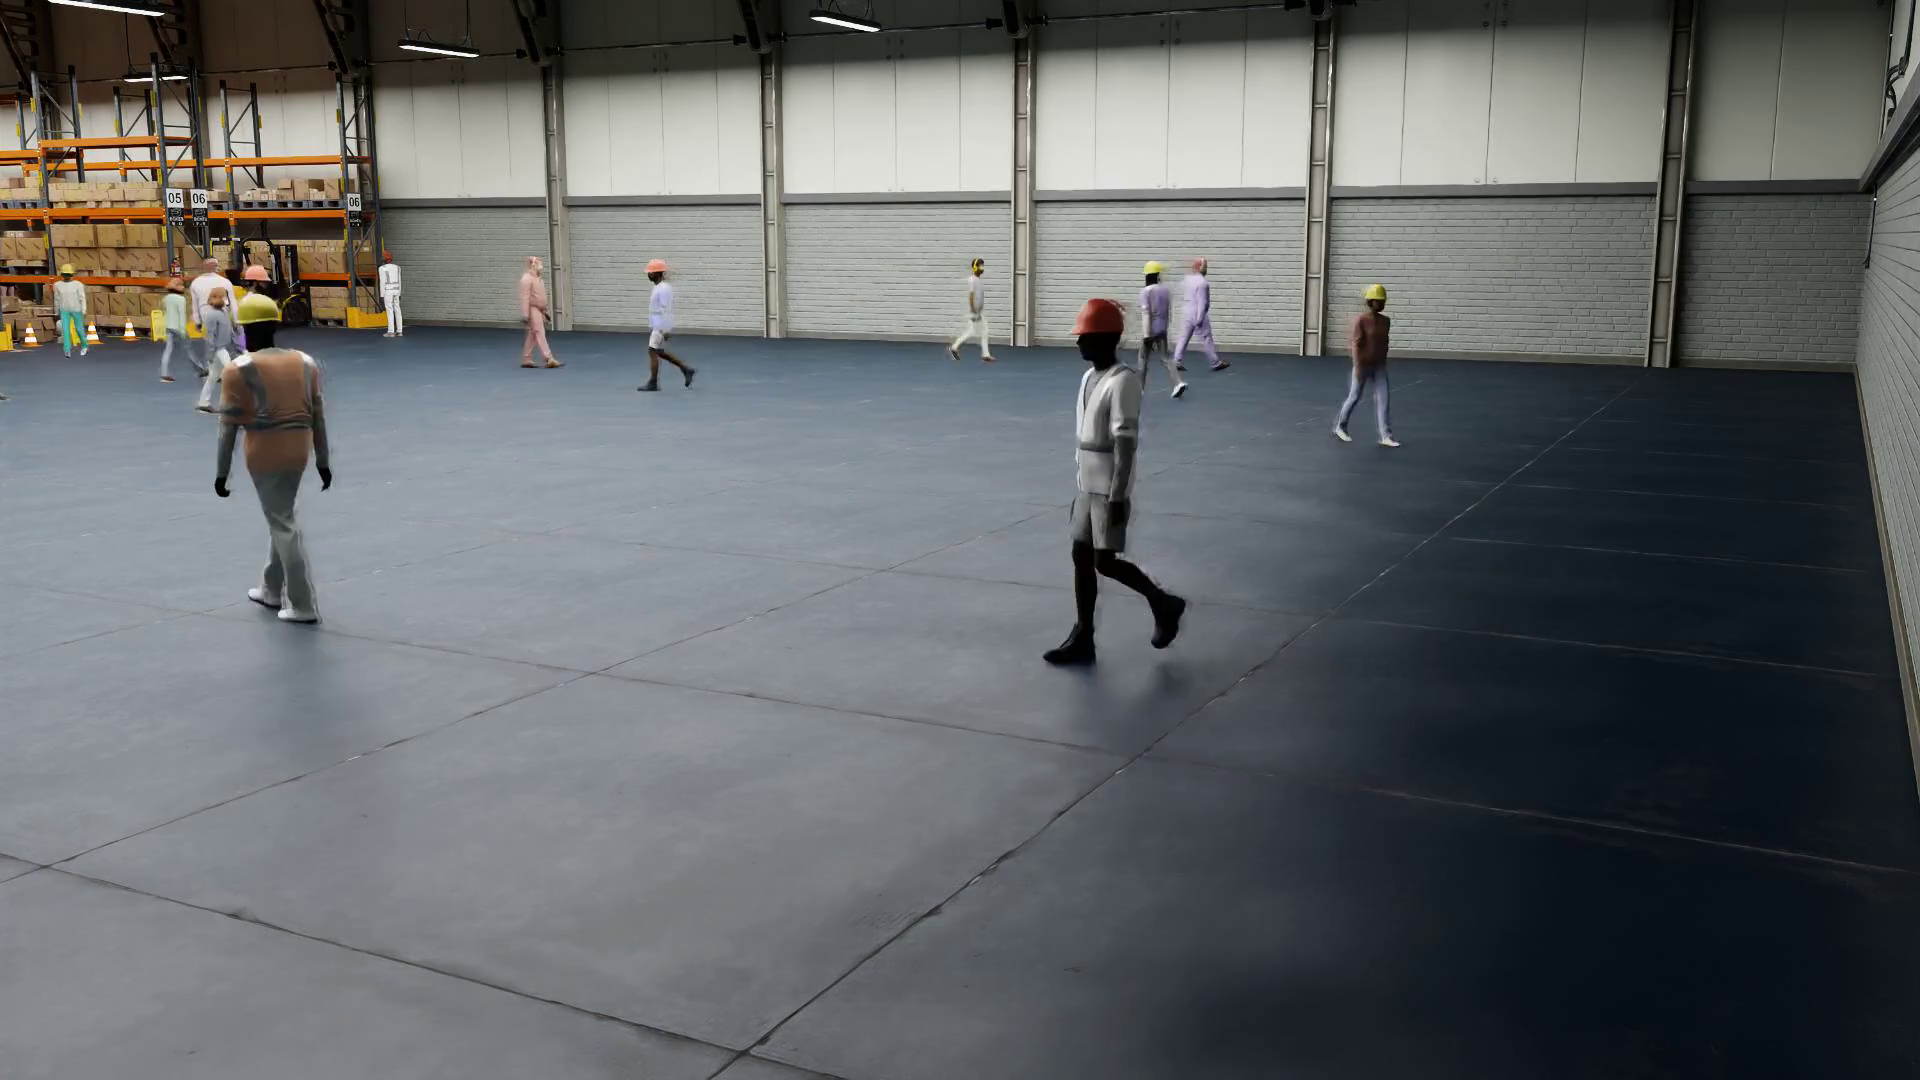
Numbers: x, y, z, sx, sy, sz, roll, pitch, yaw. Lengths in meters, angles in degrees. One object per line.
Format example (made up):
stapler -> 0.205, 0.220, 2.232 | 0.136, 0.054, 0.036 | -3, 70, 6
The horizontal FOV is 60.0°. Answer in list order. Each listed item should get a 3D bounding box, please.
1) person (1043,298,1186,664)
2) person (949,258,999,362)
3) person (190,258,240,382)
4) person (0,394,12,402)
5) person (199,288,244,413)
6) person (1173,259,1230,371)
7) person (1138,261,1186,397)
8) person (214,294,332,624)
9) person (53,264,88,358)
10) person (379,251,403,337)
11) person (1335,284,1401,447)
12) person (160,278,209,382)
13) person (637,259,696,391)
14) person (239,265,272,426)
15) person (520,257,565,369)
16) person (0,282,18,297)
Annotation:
person -> 0.800, -0.299, 8.703 | 0.680, 1.925, 0.553 | -4, 11, -21
person -> 0.242, -4.087, 29.591 | 0.854, 1.842, 0.526 | 4, 11, 22
person -> -11.426, -3.379, 25.606 | 0.654, 1.890, 0.532 | 2, 11, 10
person -> -13.050, -2.700, 22.022 | 0.823, 1.838, 0.544 | -3, 11, -16
person -> -9.260, -2.378, 20.949 | 0.859, 1.586, 0.501 | -1, 10, -7
person -> 3.955, -3.706, 27.465 | 0.999, 1.855, 0.640 | -5, 11, -24
person -> 2.760, -2.925, 23.117 | 0.604, 1.896, 0.932 | -9, 14, -40
person -> -4.075, -0.472, 9.697 | 0.857, 1.893, 0.620 | 6, 12, 30
person -> -16.459, -4.248, 30.794 | 0.565, 1.717, 0.882 | -3, 11, -17
person -> -12.633, -5.448, 36.884 | 0.361, 1.882, 0.574 | 6, 12, 30
person -> 4.385, -1.884, 17.883 | 0.536, 1.725, 0.889 | -5, 12, -27
person -> -12.023, -3.245, 25.656 | 0.507, 1.581, 0.871 | 6, 12, 29
person -> -4.265, -3.101, 24.015 | 0.797, 1.914, 0.554 | -3, 11, -14
person -> -8.265, -2.290, 19.668 | 1.002, 1.880, 0.574 | -5, 11, -23
person -> -7.092, -3.832, 28.092 | 0.822, 1.867, 0.671 | 1, 10, 5
person -> -24.364, -6.528, 42.494 | 0.392, 1.986, 0.610 | 3, 11, 17
